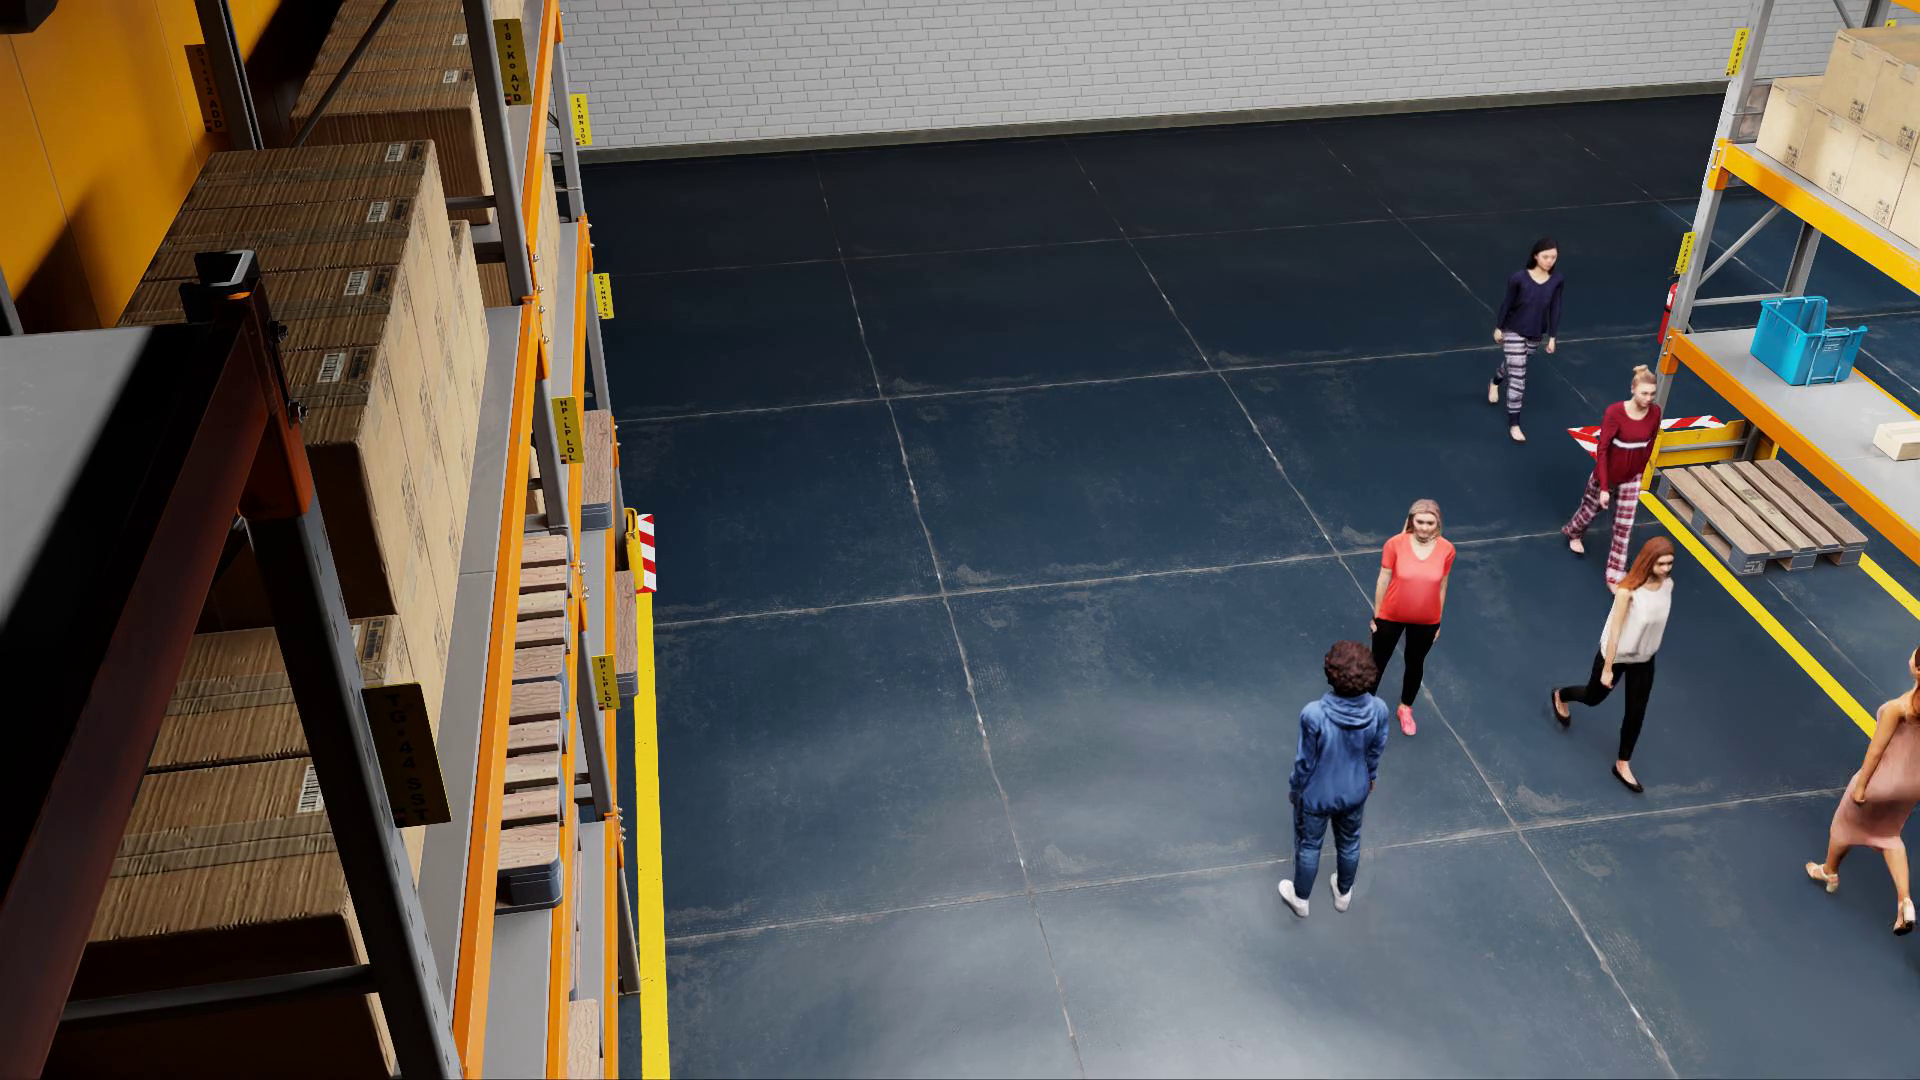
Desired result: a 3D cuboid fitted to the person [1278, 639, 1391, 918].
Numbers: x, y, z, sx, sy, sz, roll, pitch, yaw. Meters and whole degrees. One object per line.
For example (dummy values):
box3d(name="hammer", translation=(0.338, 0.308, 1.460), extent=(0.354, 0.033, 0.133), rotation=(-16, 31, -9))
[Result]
box3d(name="person", translation=(2.032, 1.313, 9.045), extent=(0.673, 1.808, 0.540), rotation=(-5, 34, -7))

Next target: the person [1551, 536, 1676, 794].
box3d(name="person", translation=(3.981, 0.668, 10.123), extent=(0.580, 1.689, 1.075), rotation=(-7, 34, -11))

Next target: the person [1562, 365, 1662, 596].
box3d(name="person", translation=(4.654, -0.488, 11.891), extent=(0.708, 1.656, 1.083), rotation=(-2, 34, -3))

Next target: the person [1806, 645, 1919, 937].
box3d(name="person", translation=(5.079, 1.369, 8.960), extent=(0.578, 1.810, 0.967), rotation=(-6, 34, -8))

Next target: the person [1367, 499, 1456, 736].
box3d(name="person", translation=(2.795, 0.478, 10.405), extent=(0.650, 1.695, 0.623), rotation=(4, 34, 6))

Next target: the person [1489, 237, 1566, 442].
box3d(name="person", translation=(4.642, -1.752, 13.772), extent=(0.700, 1.680, 1.186), rotation=(-1, 34, -2))
